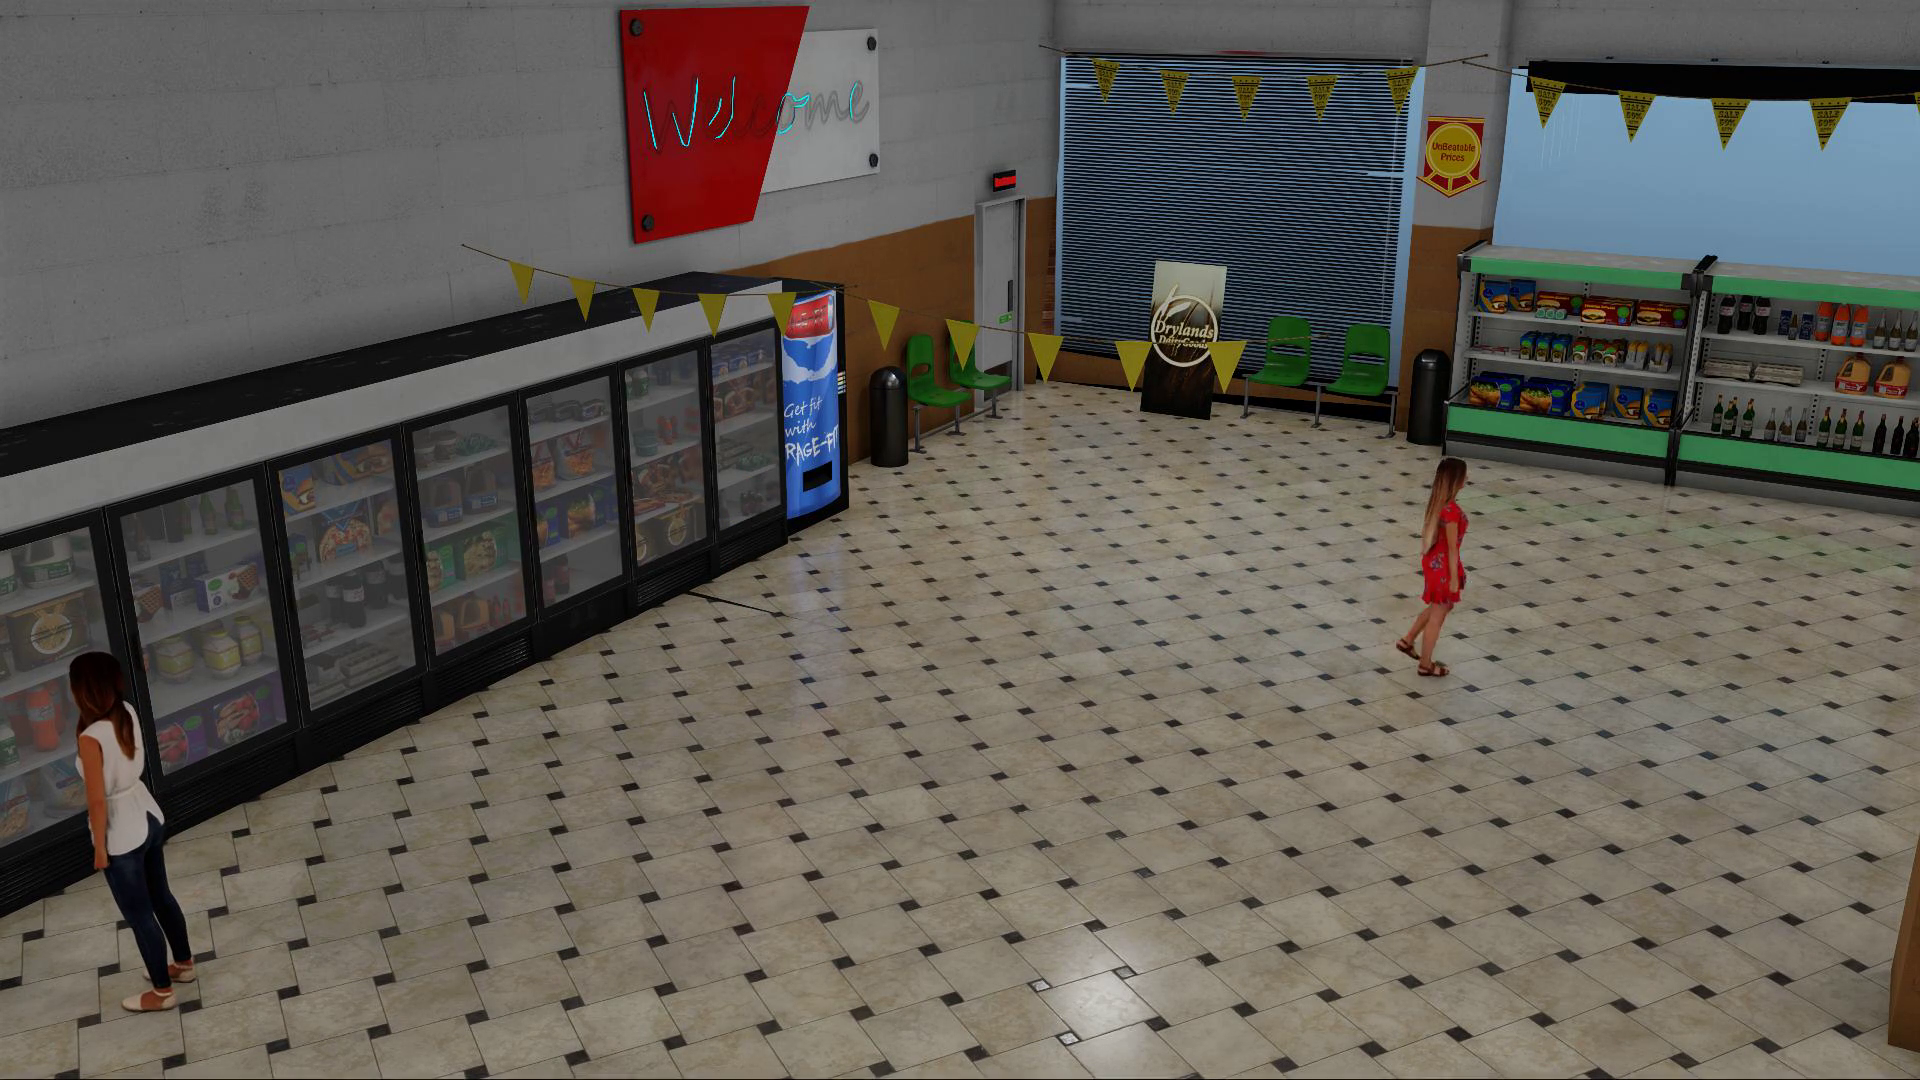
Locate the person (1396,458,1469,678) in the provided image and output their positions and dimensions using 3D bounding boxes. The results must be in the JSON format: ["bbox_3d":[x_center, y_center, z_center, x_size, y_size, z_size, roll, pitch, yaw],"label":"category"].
[{"bbox_3d":[3.239,0.199,11.505,0.809,1.585,0.737,0,19,1],"label":"person"}]

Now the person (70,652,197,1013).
[{"bbox_3d":[-3.860,1.357,7.768,0.676,1.779,0.660,0,19,1],"label":"person"}]
